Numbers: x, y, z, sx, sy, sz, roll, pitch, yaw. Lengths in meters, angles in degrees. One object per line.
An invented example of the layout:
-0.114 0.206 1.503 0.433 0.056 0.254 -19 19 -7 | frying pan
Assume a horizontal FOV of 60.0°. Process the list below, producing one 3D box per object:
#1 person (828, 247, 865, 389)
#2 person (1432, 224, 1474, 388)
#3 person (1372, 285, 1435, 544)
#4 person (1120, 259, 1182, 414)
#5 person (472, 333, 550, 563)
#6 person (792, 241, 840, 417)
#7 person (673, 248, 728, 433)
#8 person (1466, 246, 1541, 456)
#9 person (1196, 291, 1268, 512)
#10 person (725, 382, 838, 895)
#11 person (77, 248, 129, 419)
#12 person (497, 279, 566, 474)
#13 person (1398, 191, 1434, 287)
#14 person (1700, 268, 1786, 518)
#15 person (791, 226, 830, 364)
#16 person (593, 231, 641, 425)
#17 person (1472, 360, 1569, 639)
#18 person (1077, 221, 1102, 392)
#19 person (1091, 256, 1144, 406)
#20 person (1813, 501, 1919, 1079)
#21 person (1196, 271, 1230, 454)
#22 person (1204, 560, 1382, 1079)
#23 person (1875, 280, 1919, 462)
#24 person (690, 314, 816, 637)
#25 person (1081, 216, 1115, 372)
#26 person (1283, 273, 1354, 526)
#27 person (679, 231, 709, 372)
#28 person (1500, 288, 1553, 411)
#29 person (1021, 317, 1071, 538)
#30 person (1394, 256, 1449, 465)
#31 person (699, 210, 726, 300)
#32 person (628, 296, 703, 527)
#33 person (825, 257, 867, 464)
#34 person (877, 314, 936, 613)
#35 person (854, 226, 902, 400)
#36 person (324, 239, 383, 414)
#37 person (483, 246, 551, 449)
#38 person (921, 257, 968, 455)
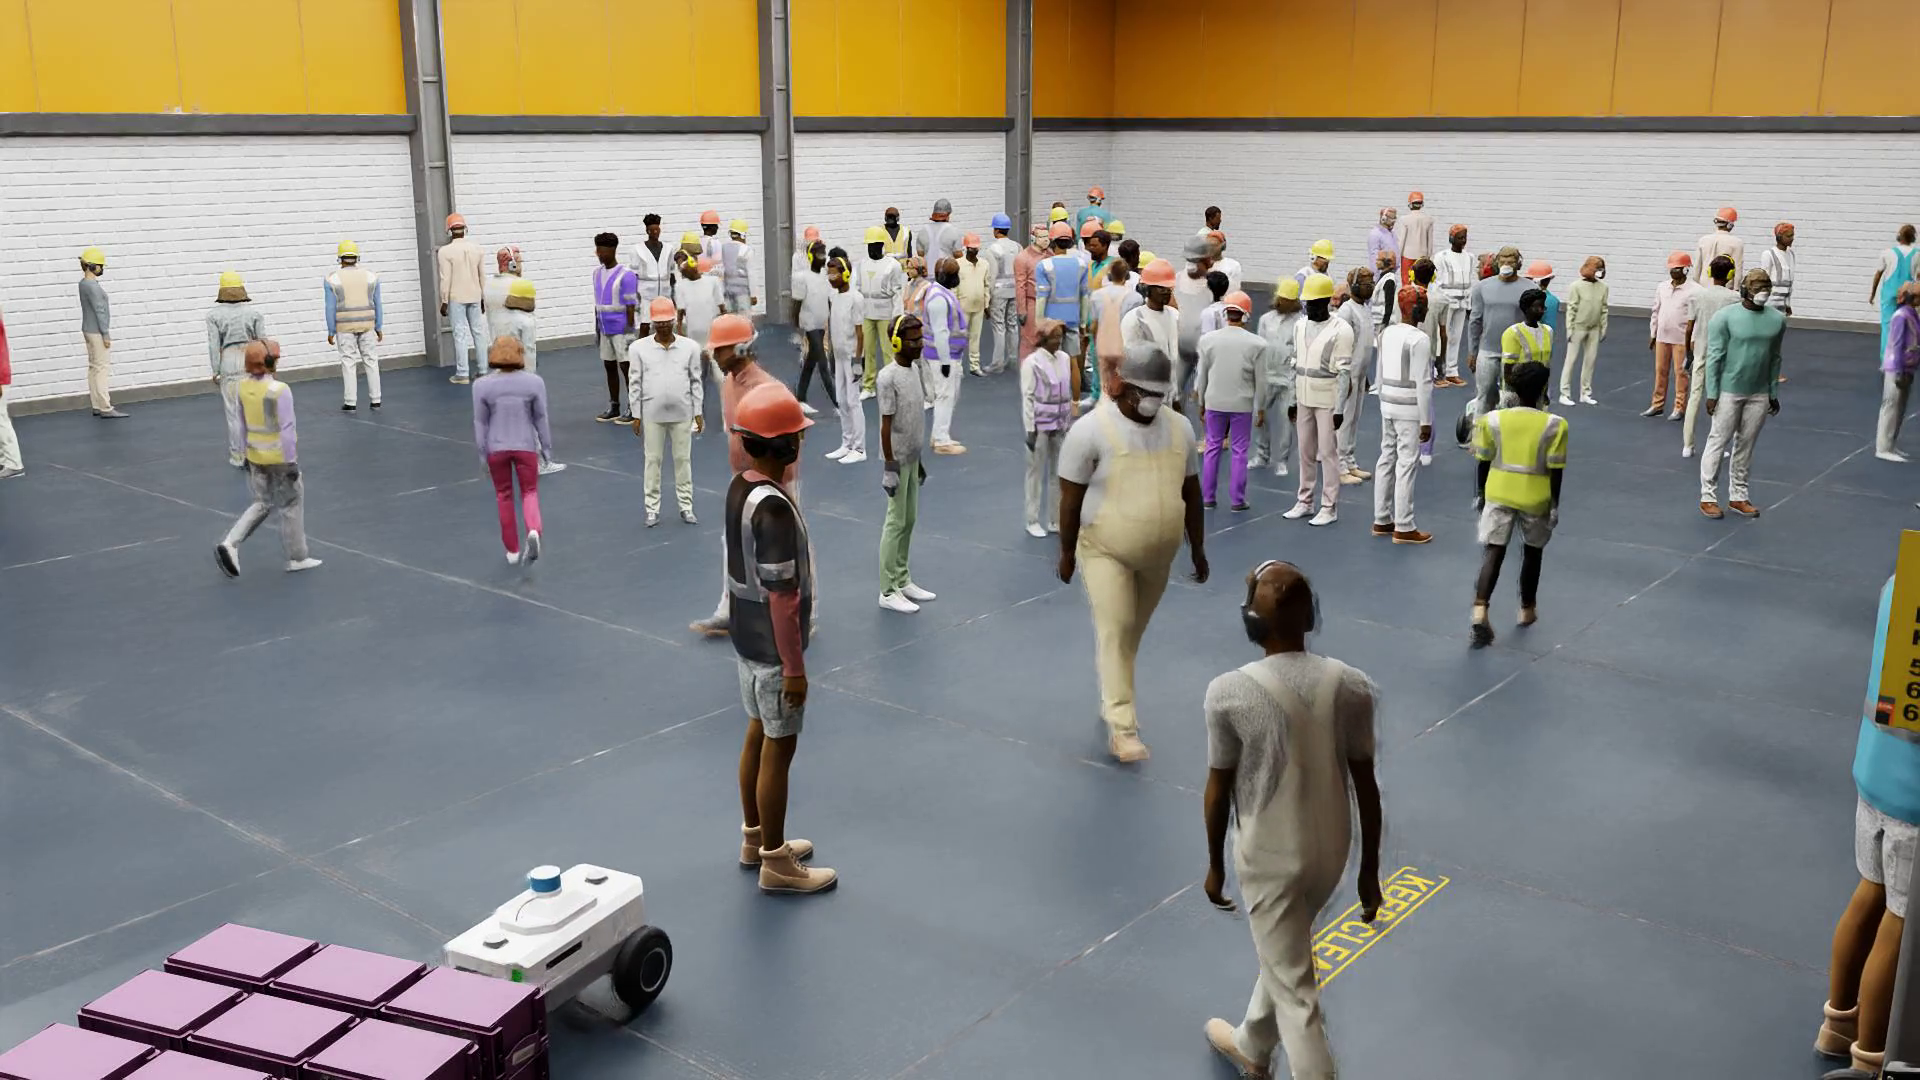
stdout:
-1.280 -2.535 19.097 0.589 1.649 0.645 -5 15 -19 | person
5.738 -2.721 19.368 0.584 1.882 0.349 -7 16 -27 | person
3.254 -0.914 12.148 0.355 1.882 0.576 -5 15 -20 | person
1.469 -1.083 12.498 0.378 2.041 0.616 13 19 43 | person
-3.079 -0.606 11.457 0.499 1.616 0.490 -4 15 -17 | person
-1.420 -2.191 17.361 0.941 1.822 0.555 9 17 32 | person
-2.525 -1.977 16.509 0.577 1.832 0.373 2 14 7 | person
4.964 -1.716 15.239 0.630 1.940 0.372 6 15 22 | person
2.147 -1.089 13.137 0.575 1.742 0.356 6 15 23 | person
-0.725 0.394 6.585 0.357 2.047 0.615 -5 15 -21 | person
-8.966 -2.149 17.333 0.320 1.763 0.522 -12 19 -40 | person
-3.834 -1.400 14.445 0.495 1.708 0.593 10 17 34 | person
7.085 -4.443 26.021 0.623 1.992 0.396 -4 15 -14 | person
6.074 -1.134 12.910 0.627 1.940 0.372 -2 14 -9 | person
-1.869 -3.128 21.253 0.574 1.749 0.337 -2 14 -6 | person
-3.525 -2.160 16.979 0.603 1.959 0.372 11 18 38 | person
3.301 -0.237 9.886 0.537 1.668 0.817 9 16 31 | person
1.474 -2.670 19.051 0.376 1.939 0.547 1 14 4 | person
1.468 -1.709 15.446 0.536 1.820 0.446 5 15 20 | person
2.974 0.773 5.109 0.403 2.035 0.604 3 14 12 | person
2.364 -1.639 15.420 0.320 1.698 0.531 10 17 35 | person
0.982 0.957 4.893 0.504 1.788 0.961 -5 15 -19 | person
8.571 -1.540 15.149 0.314 1.641 0.519 12 19 40 | person
-1.208 -0.346 9.775 0.718 1.949 0.615 -11 18 -38 | person
1.642 -3.038 20.586 0.408 1.906 0.653 -6 15 -23 | person
2.722 -1.071 12.704 0.398 1.920 0.586 -9 17 -32 | person
-3.268 -2.898 20.360 0.294 1.744 0.487 4 15 15 | person
4.705 -1.241 13.830 0.535 1.697 0.318 -8 16 -29 | person
0.661 -0.825 12.311 0.363 1.638 0.542 13 19 42 | person
4.089 -1.592 14.882 0.533 1.871 0.320 -1 14 -3 | person
-3.210 -3.276 21.475 0.552 1.935 0.366 12 18 40 | person
-2.228 -0.975 12.651 0.566 1.751 0.329 -4 15 -16 | person
-1.038 -1.627 15.059 0.338 1.858 0.523 -10 17 -34 | person
-0.341 -0.489 10.477 0.312 1.869 0.538 5 15 19 | person
-0.916 -2.484 18.330 0.587 1.928 0.362 7 16 27 | person
-6.420 -2.261 17.629 0.600 1.832 0.404 -10 17 -36 | person
-4.151 -1.780 15.559 0.643 1.909 0.409 13 19 42 | person
-0.143 -1.711 15.448 0.429 1.830 0.642 1 14 3 | person
